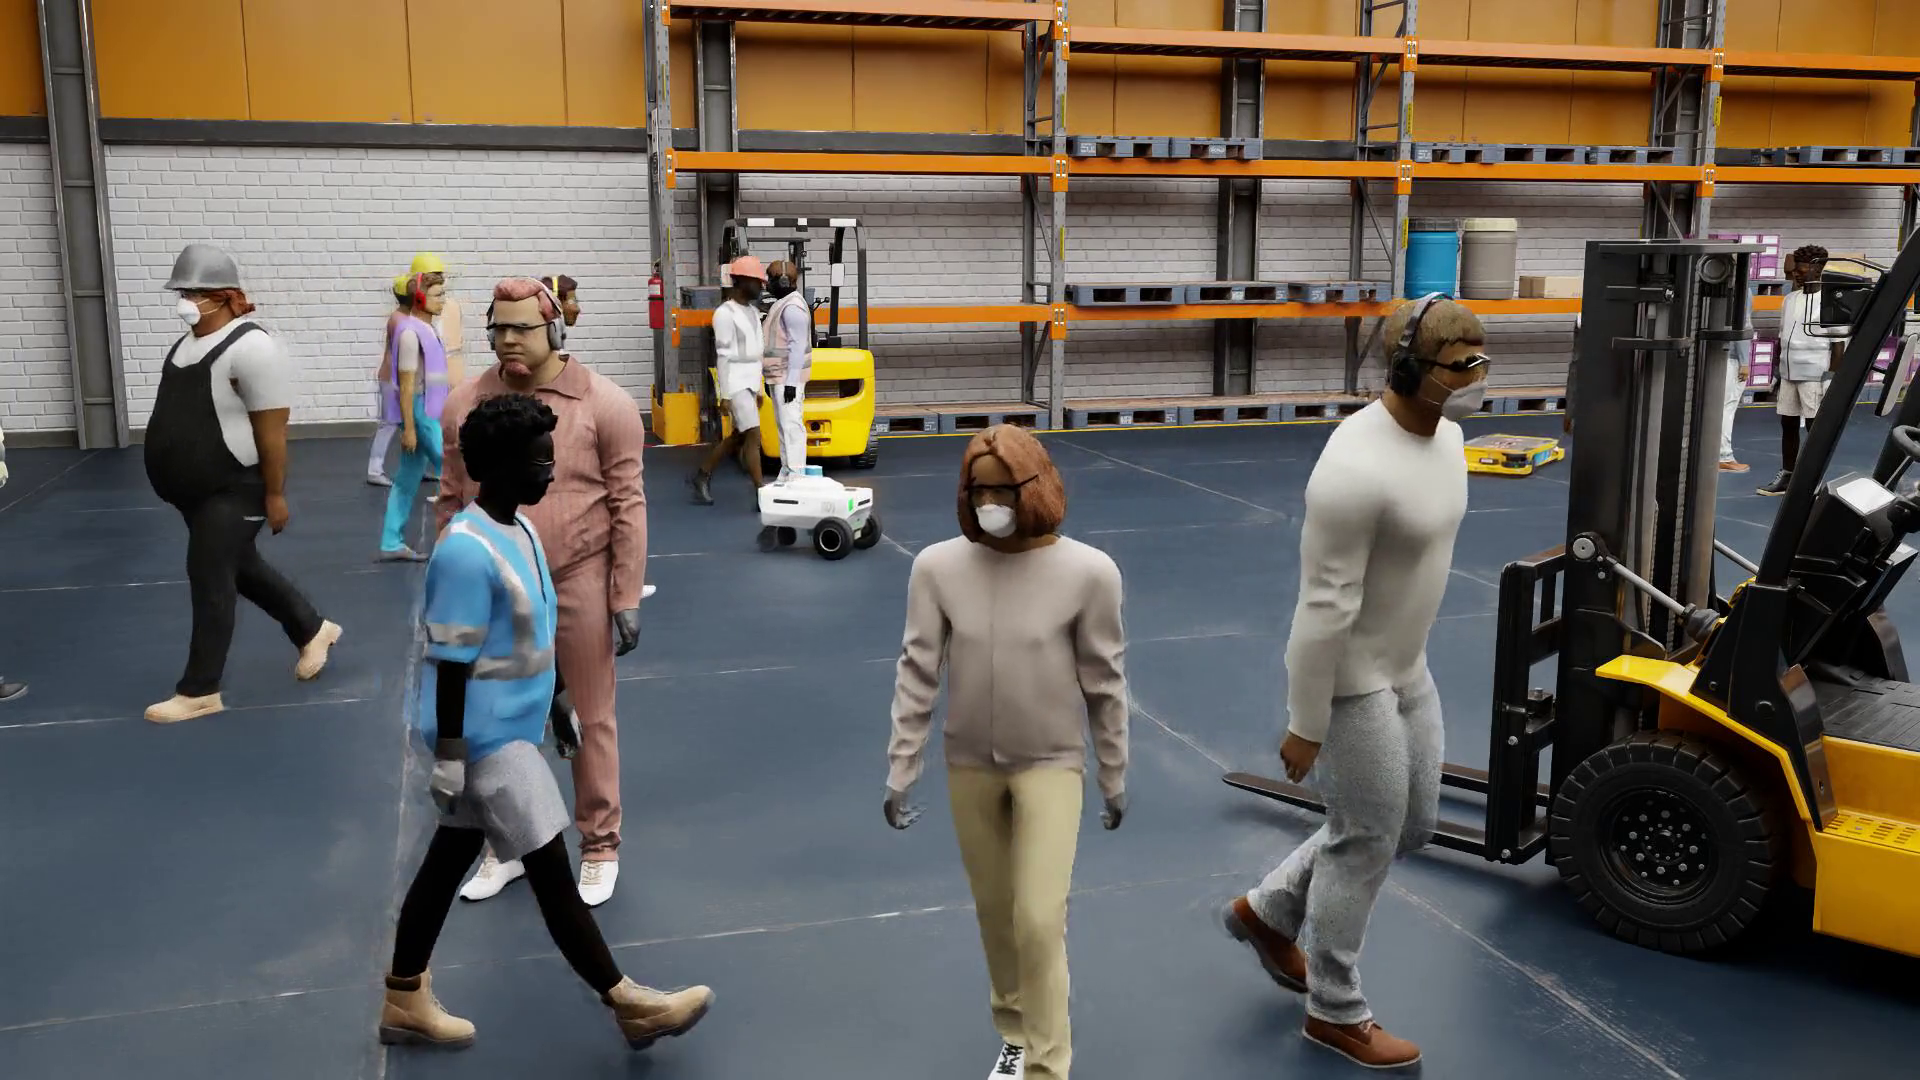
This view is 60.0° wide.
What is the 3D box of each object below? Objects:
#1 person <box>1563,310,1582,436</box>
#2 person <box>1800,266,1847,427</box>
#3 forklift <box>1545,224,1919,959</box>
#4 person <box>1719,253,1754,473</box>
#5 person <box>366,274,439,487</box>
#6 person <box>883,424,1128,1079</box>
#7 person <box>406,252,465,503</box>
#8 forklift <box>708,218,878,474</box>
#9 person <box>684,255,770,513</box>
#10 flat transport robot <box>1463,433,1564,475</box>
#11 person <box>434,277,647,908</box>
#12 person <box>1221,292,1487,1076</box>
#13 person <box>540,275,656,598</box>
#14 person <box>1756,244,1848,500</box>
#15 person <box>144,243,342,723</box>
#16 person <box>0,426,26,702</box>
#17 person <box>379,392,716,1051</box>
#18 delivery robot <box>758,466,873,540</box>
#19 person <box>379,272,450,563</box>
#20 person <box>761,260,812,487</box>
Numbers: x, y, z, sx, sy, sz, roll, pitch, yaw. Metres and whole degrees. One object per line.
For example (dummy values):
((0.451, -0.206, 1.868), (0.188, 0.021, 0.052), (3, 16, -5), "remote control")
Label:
((4.188, -0.847, 10.598), (0.600, 1.904, 0.719), (8, 13, 38), "person")
((9.100, -2.015, 17.519), (0.646, 1.718, 0.490), (-5, 11, -24), "person")
((2.909, 0.117, 4.508), (2.313, 2.155, 1.214), (9, 14, 40), "forklift")
((6.622, -1.552, 14.362), (0.364, 1.939, 0.636), (-1, 10, -7), "person")
((-4.516, -1.280, 13.448), (0.704, 1.723, 0.540), (-1, 10, -5), "person")
((0.082, 0.555, 3.720), (0.517, 1.606, 0.660), (4, 11, 21), "person")
((-3.921, -1.199, 12.505), (0.470, 1.908, 0.612), (2, 11, 13), "person")
((-1.522, -1.778, 14.899), (1.214, 2.155, 2.313), (-3, 11, -17), "forklift")
((-1.667, -1.148, 12.298), (0.932, 1.898, 0.541), (4, 11, 23), "person")
((4.804, -0.764, 14.615), (0.652, 0.197, 1.431), (7, 12, 32), "flat transport robot")
((-1.276, 0.169, 5.019), (0.654, 1.904, 0.407), (2, 10, 9), "person")
((0.946, 0.349, 4.048), (0.636, 1.905, 0.653), (8, 13, 36), "person")
((-2.233, -0.533, 9.136), (0.967, 1.818, 0.538), (-4, 11, -21), "person")
((6.488, -1.277, 12.779), (0.362, 1.963, 0.614), (-3, 11, -17), "person")
((-3.137, -0.299, 7.211), (0.688, 2.000, 0.951), (8, 13, 38), "person")
((-4.349, -0.188, 7.210), (0.592, 1.825, 0.403), (9, 14, 41), "person")
((-1.060, 0.466, 4.076), (0.892, 1.639, 0.541), (0, 10, -2), "person")
((-0.932, -0.233, 10.669), (0.707, 0.478, 0.477), (4, 11, 22), "delivery robot")
((-3.196, -0.740, 10.274), (0.935, 1.796, 0.593), (-2, 10, -10), "person")
((-1.372, -1.250, 12.972), (0.429, 1.843, 0.633), (-3, 11, -16), "person")
